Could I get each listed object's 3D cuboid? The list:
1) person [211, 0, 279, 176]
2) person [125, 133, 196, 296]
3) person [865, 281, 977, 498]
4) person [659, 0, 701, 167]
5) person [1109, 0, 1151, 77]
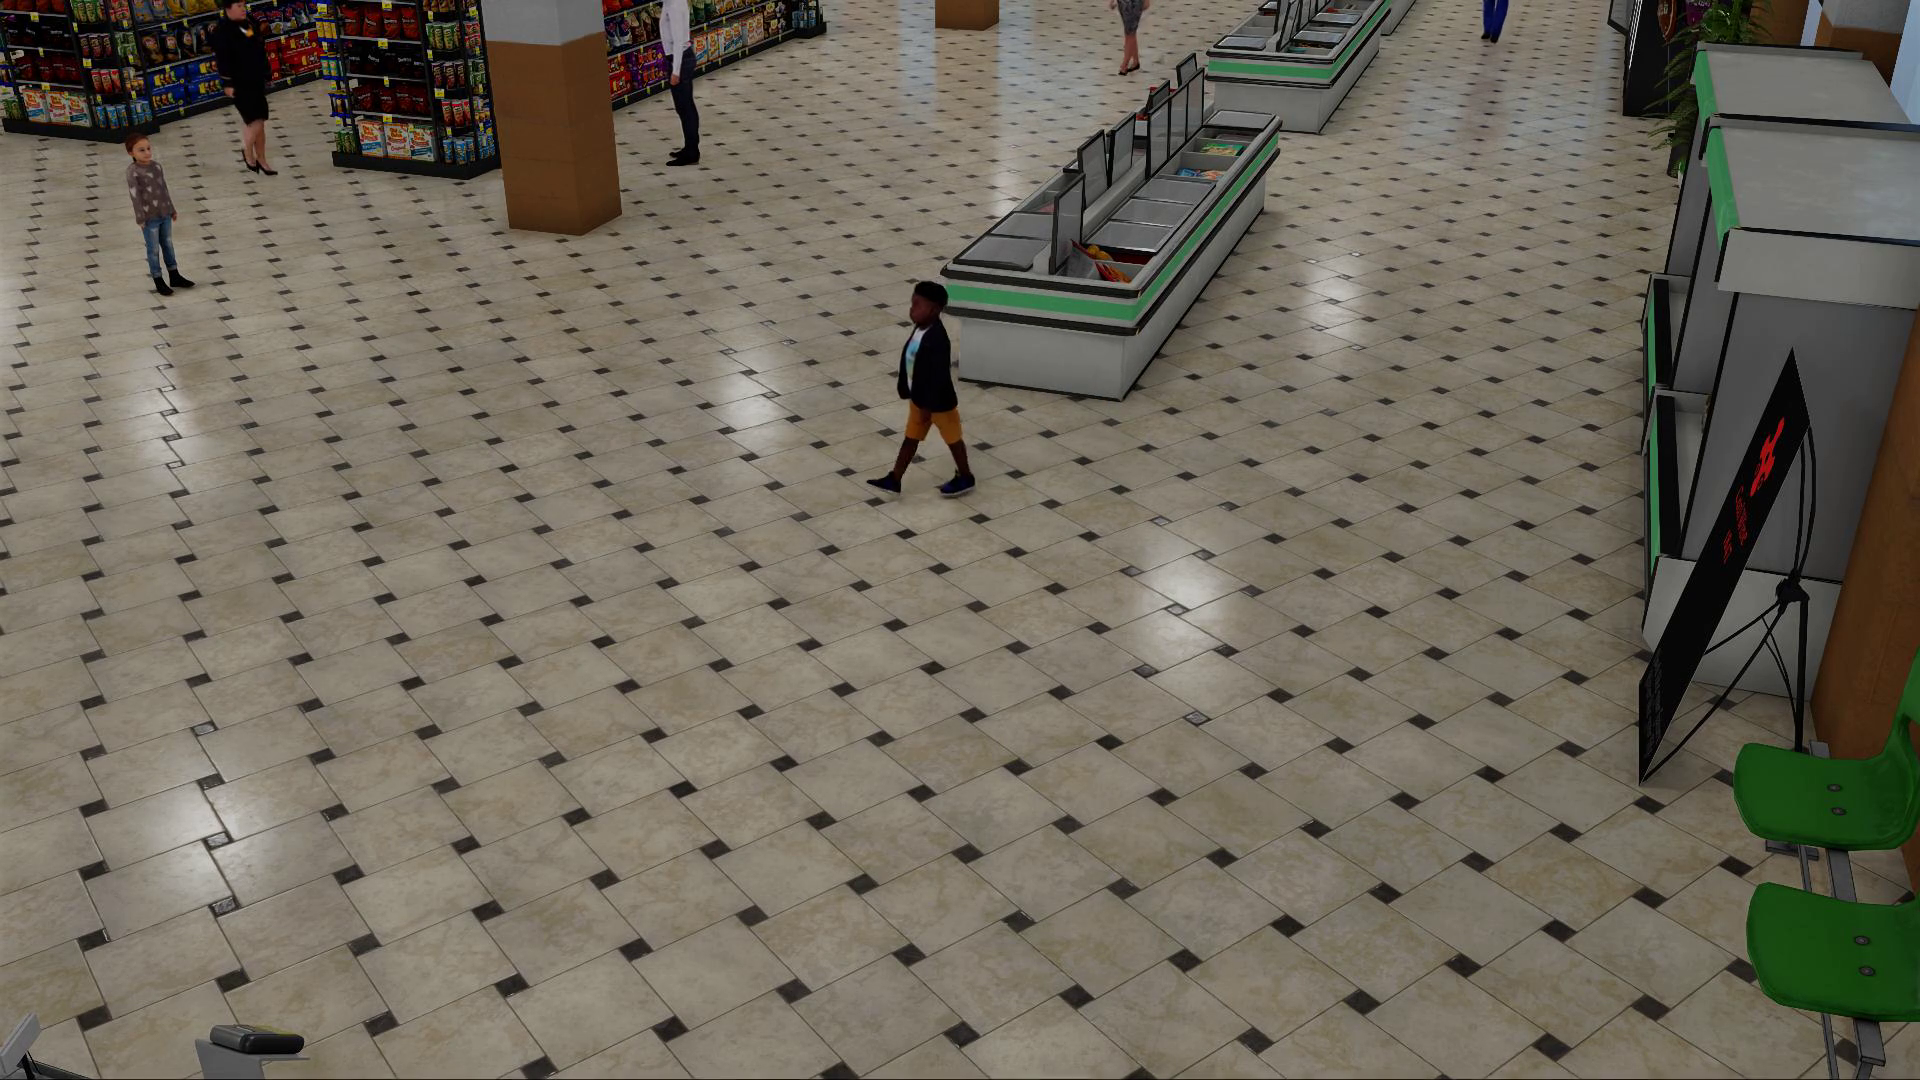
[{"bbox_3d":[-6.626,-4.191,15.326,0.772,1.667,0.578,11,29,21],"label":"person"},{"bbox_3d":[-6.017,-2.446,12.409,0.556,1.194,0.428,13,29,23],"label":"person"},{"bbox_3d":[-0.086,-0.804,9.117,0.920,1.243,0.833,-14,30,-26],"label":"person"},{"bbox_3d":[-2.633,-4.502,15.719,0.753,1.868,0.636,0,27,0],"label":"person"},{"bbox_3d":[2.055,-6.344,19.572,0.664,1.668,0.980,14,30,25],"label":"person"}]
